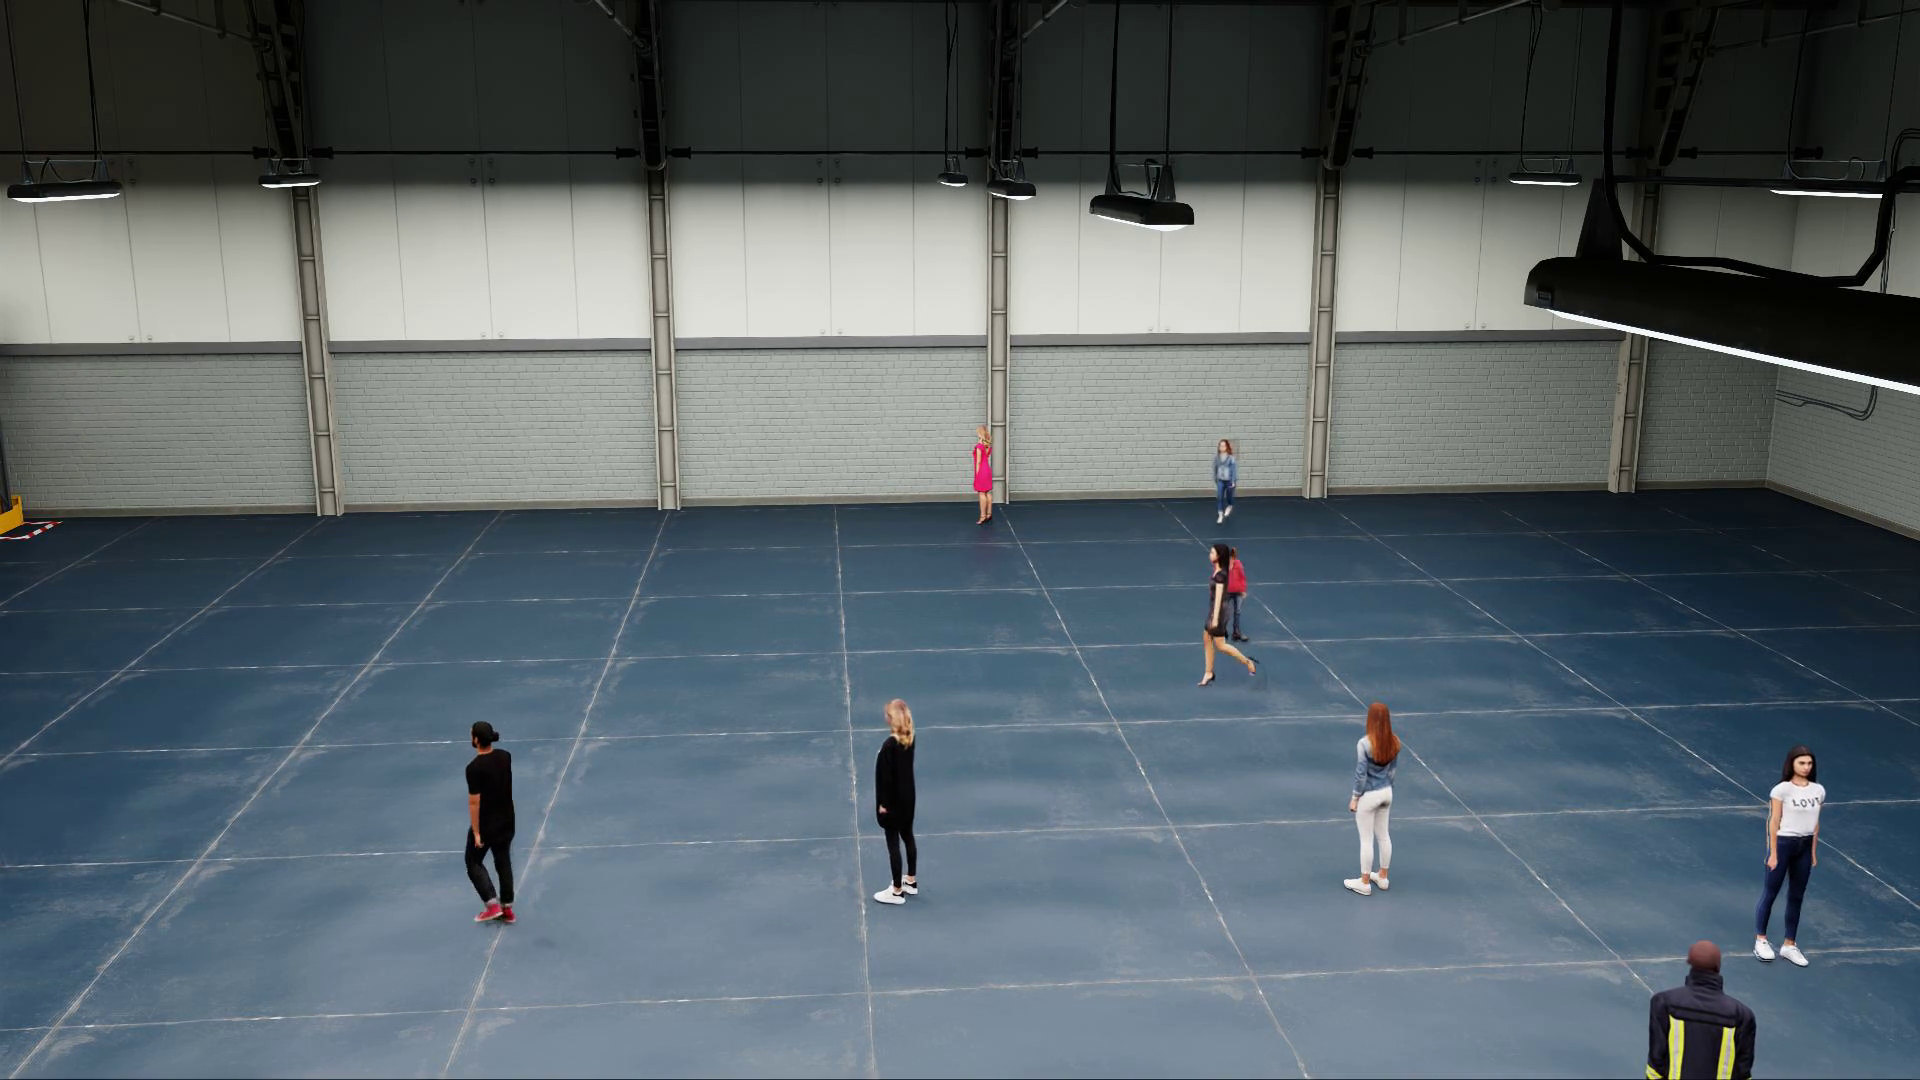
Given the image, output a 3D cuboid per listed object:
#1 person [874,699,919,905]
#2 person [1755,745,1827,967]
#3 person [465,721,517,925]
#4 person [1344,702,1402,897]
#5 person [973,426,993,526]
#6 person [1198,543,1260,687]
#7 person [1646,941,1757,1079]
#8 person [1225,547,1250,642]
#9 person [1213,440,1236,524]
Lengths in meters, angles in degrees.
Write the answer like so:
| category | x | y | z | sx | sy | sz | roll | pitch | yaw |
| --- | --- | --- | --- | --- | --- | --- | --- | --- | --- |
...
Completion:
| category | x | y | z | sx | sy | sz | roll | pitch | yaw |
| --- | --- | --- | --- | --- | --- | --- | --- | --- | --- |
| person | -0.523 | 2.215 | 14.194 | 0.700 | 1.802 | 0.685 | 7 | 15 | 27 |
| person | 6.551 | 2.466 | 13.165 | 0.534 | 1.777 | 0.656 | -1 | 13 | -6 |
| person | -3.799 | 2.354 | 13.718 | 0.786 | 1.745 | 0.740 | 9 | 16 | 33 |
| person | 3.587 | 2.225 | 14.373 | 0.603 | 1.702 | 0.749 | -7 | 15 | -29 |
| person | 0.411 | -1.135 | 28.841 | 0.696 | 1.721 | 0.668 | 7 | 15 | 26 |
| person | 3.174 | 0.929 | 19.826 | 0.954 | 1.766 | 0.642 | 0 | 13 | 1 |
| person | 4.345 | 3.220 | 9.812 | 0.784 | 1.822 | 0.915 | 5 | 14 | 21 |
| person | 3.623 | 0.695 | 21.891 | 0.459 | 1.290 | 0.721 | -3 | 13 | -11 |
| person | 4.641 | -1.035 | 29.023 | 0.983 | 1.443 | 0.907 | 6 | 14 | 24 |
